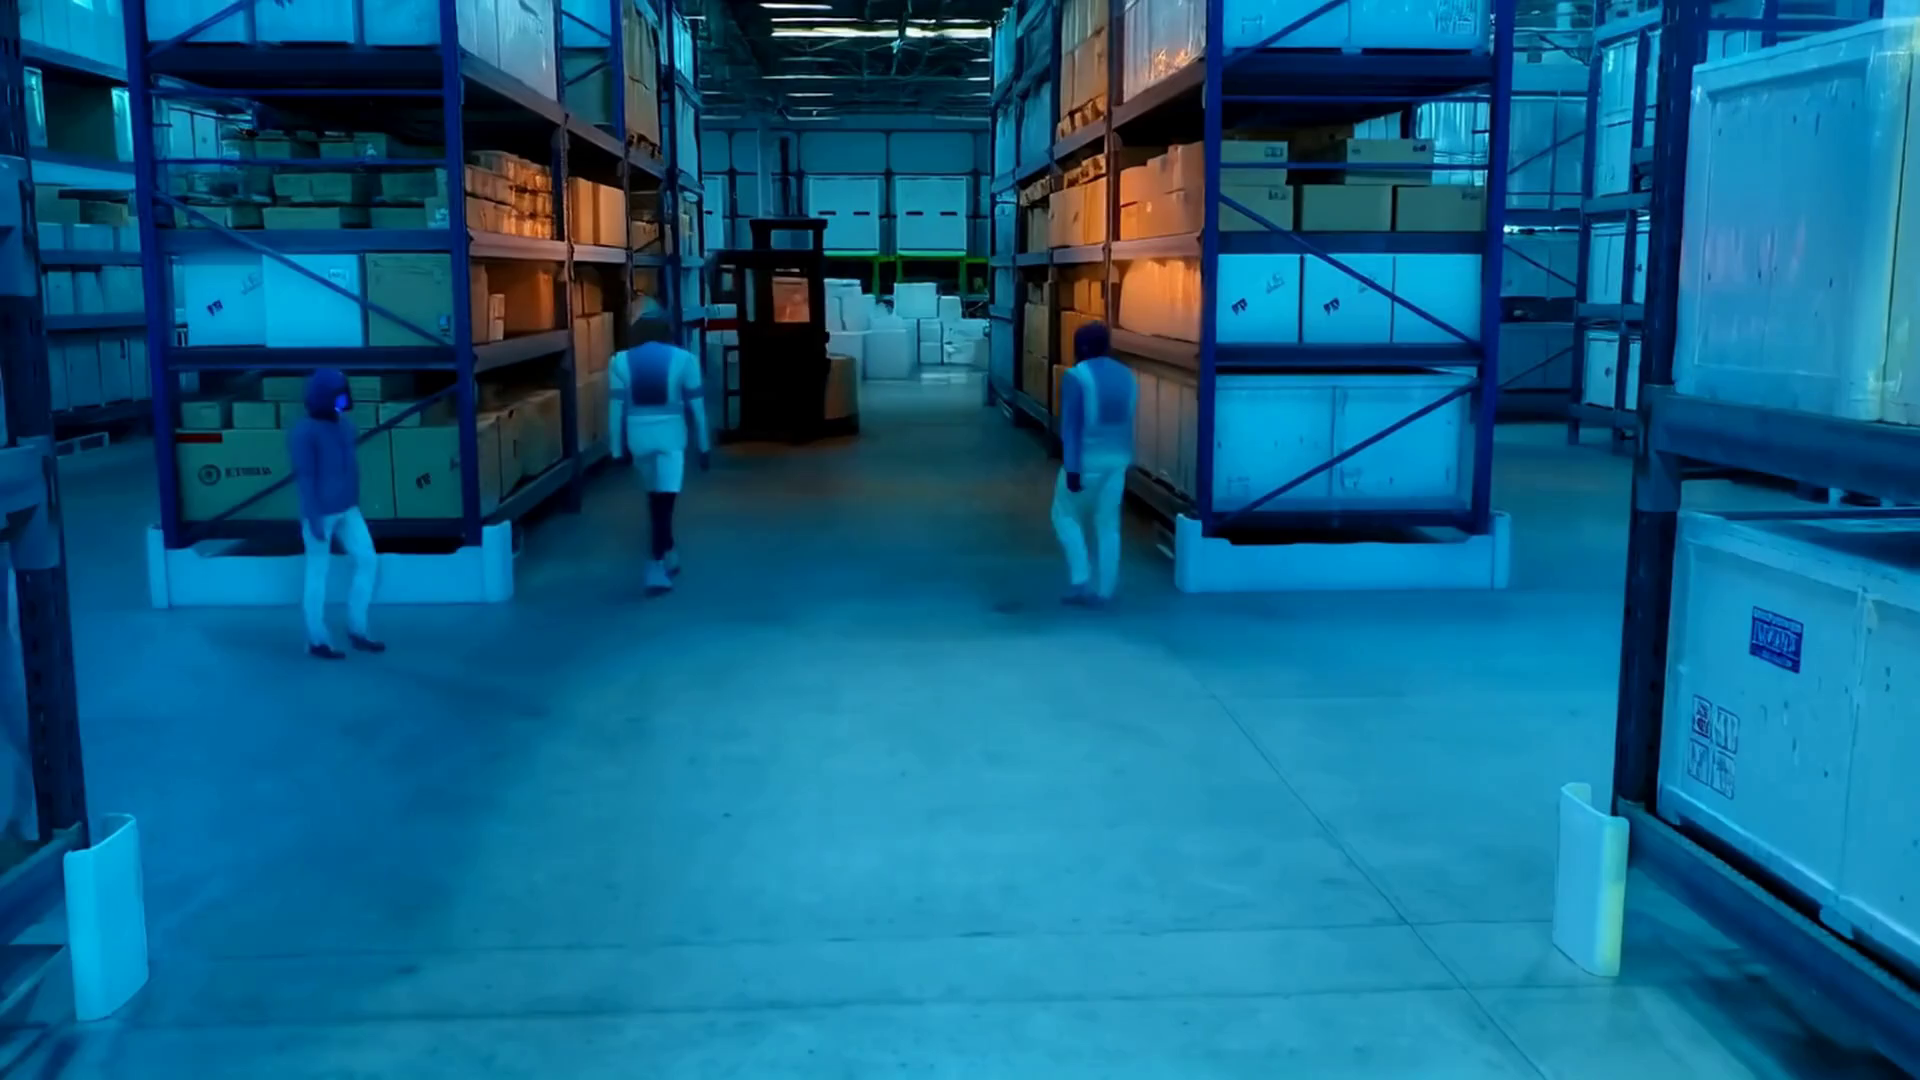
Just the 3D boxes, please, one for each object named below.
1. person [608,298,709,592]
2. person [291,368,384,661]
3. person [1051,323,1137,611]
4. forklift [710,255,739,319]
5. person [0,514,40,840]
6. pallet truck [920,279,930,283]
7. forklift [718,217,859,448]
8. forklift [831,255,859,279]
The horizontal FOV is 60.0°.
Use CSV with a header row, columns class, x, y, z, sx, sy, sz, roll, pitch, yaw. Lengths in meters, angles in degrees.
class,x,y,z,sx,sy,sz,roll,pitch,yaw
person,-2.065,-0.655,11.330,0.630,1.971,1.101,1,9,6
person,-3.407,-0.127,9.083,0.501,1.618,0.499,4,10,26
person,0.858,-0.456,10.531,0.649,1.816,0.458,-7,11,-37
forklift,-8.368,-8.713,59.038,1.129,2.768,1.873,-1,9,-4
person,-3.218,0.336,5.508,0.628,1.824,0.607,-1,9,-3
pallet truck,-0.932,-8.922,63.114,1.885,1.965,0.823,2,9,13
forklift,-2.117,-2.635,20.876,1.129,2.768,1.873,3,10,21
forklift,-3.984,-8.555,58.051,1.129,2.768,1.873,-5,10,-30
